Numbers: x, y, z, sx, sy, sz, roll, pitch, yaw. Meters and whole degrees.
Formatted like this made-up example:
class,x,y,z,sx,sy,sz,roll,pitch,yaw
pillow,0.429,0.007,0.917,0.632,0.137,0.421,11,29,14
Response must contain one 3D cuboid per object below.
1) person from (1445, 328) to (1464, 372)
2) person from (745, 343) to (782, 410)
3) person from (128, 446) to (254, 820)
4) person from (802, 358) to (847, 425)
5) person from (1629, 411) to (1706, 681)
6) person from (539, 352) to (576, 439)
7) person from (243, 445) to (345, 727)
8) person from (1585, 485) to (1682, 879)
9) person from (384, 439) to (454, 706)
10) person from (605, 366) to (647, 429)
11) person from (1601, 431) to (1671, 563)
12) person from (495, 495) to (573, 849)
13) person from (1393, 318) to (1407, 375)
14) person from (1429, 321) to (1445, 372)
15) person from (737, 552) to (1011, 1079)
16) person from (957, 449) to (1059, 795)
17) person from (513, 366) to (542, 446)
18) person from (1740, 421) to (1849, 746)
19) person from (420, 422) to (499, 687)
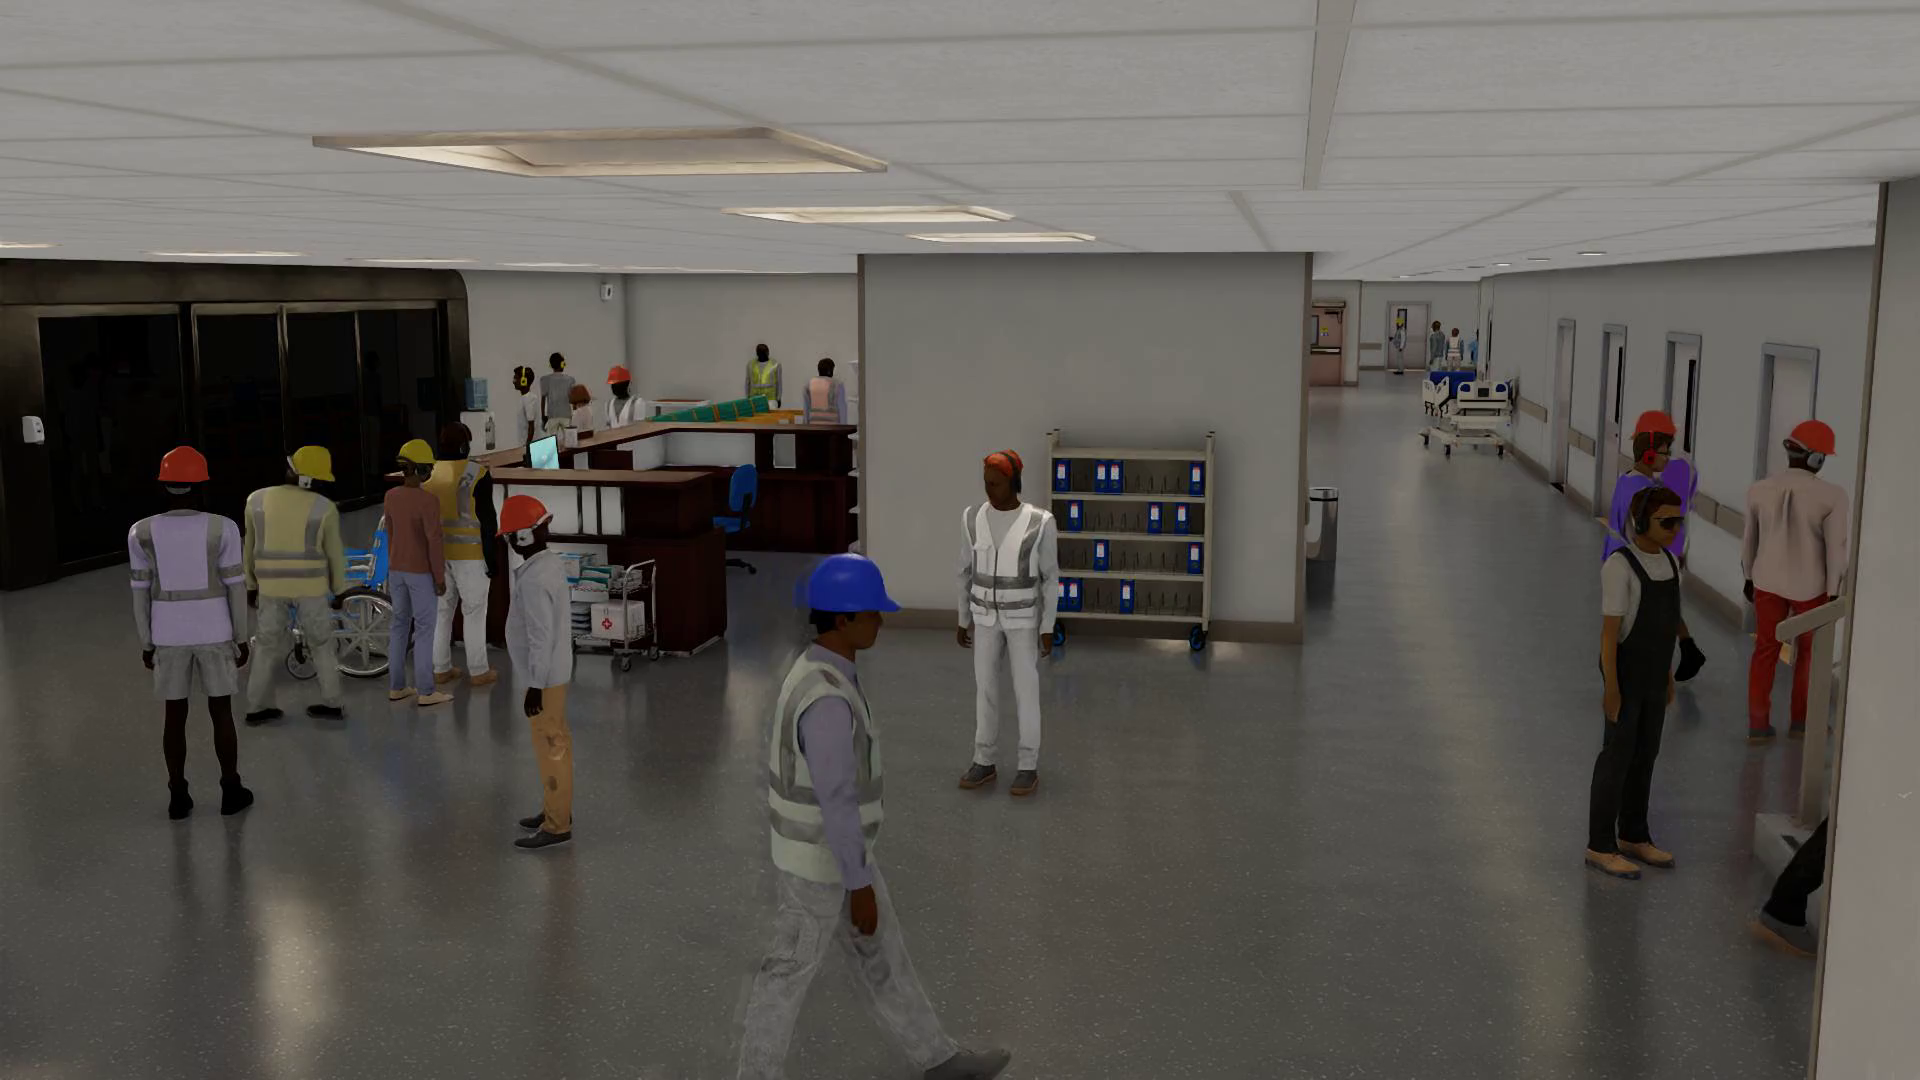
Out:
class,x,y,z,sx,sy,sz,roll,pitch,yaw
person,14.175,-5.257,47.699,0.525,1.636,0.307,4,10,26
person,-3.300,-2.374,27.894,0.633,1.841,0.429,1,9,6
person,-3.975,0.482,8.627,0.545,1.938,0.361,-2,9,-15
person,-1.752,-1.467,21.880,0.622,1.845,0.430,4,9,25
person,4.846,0.059,11.521,0.566,1.912,0.562,-4,9,-24
person,-5.600,-1.681,23.223,0.512,1.866,0.330,-2,9,-12
person,-4.172,0.290,10.436,0.620,1.776,0.413,-1,9,-6
person,3.183,0.654,7.807,0.512,1.840,0.338,-6,10,-34
person,-3.593,0.211,11.030,0.522,1.758,0.349,6,10,32
person,-3.660,-0.971,18.361,0.557,1.914,0.754,4,9,24
person,4.385,0.204,10.822,0.390,1.837,0.560,2,9,11
person,-2.091,0.642,8.200,0.347,1.741,0.564,-1,9,-6
person,14.144,-6.226,53.491,0.403,1.827,0.600,1,9,8
person,12.309,-4.695,42.975,0.355,1.938,0.634,7,11,38
person,-0.298,0.988,5.345,0.975,1.902,0.647,0,9,-1
person,0.250,0.443,9.055,0.581,1.882,0.339,4,10,26
person,-4.950,-1.053,19.024,0.327,1.874,0.520,-2,9,-11
person,5.019,0.260,10.017,0.647,1.956,0.664,-8,11,-42
person,-3.463,0.102,11.515,0.618,1.836,0.430,3,9,20
